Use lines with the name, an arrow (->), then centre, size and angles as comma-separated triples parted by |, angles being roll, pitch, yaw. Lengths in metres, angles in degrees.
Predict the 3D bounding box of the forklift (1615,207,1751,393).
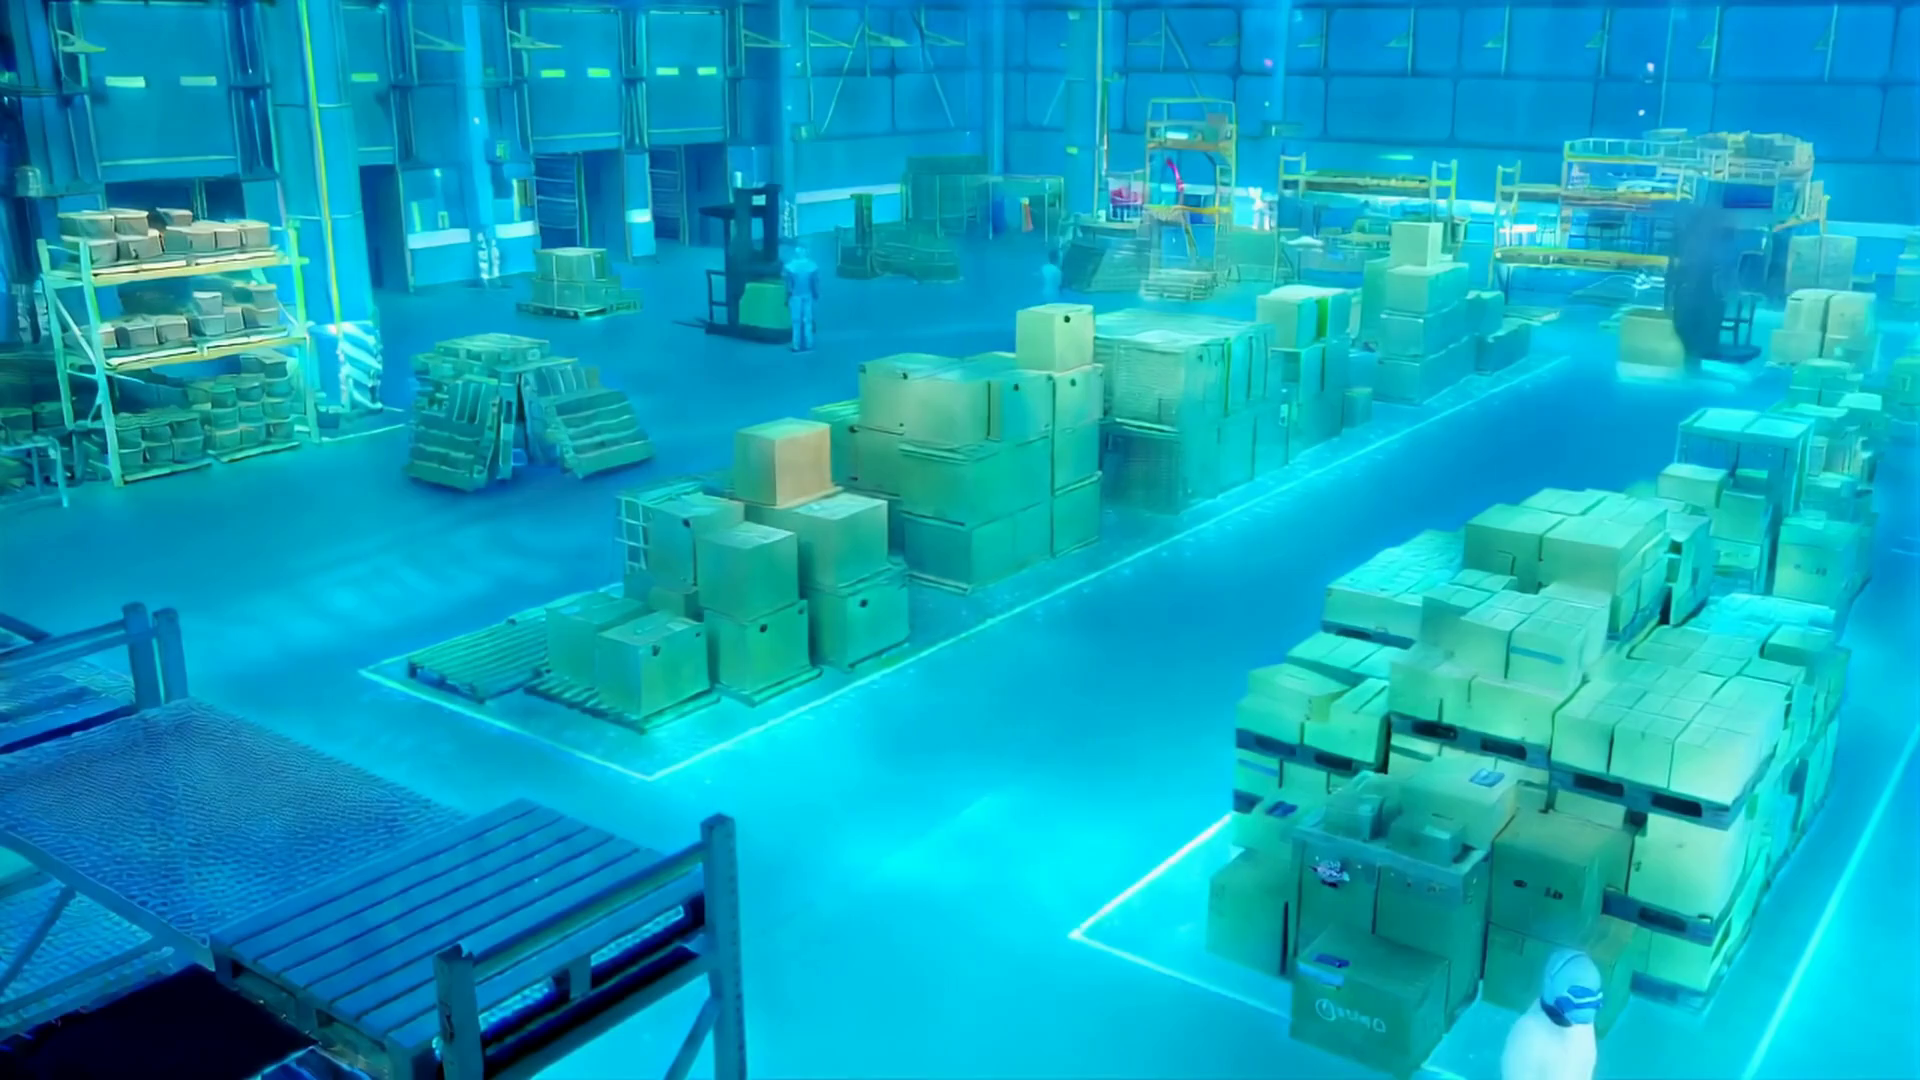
forklift -> 11.789, -3.931, 26.792 | 1.873, 2.768, 1.129 | 12, 21, 35

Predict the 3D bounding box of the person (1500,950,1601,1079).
person -> 2.412, 2.558, 6.914 | 0.375, 1.936, 0.627 | 14, 21, 38

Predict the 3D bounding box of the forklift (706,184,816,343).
forklift -> -3.717, -5.181, 30.929 | 1.873, 2.768, 1.129 | 12, 21, 35

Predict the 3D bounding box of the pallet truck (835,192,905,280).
pallet truck -> -1.936, -7.159, 38.982 | 1.885, 1.965, 0.823 | -12, 21, -34

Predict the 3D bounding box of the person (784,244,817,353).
person -> -2.837, -4.309, 29.669 | 0.636, 1.931, 0.377 | -9, 19, -28

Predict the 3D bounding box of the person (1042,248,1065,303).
person -> 1.803, -4.641, 31.188 | 0.541, 1.672, 0.552 | -10, 19, -30
